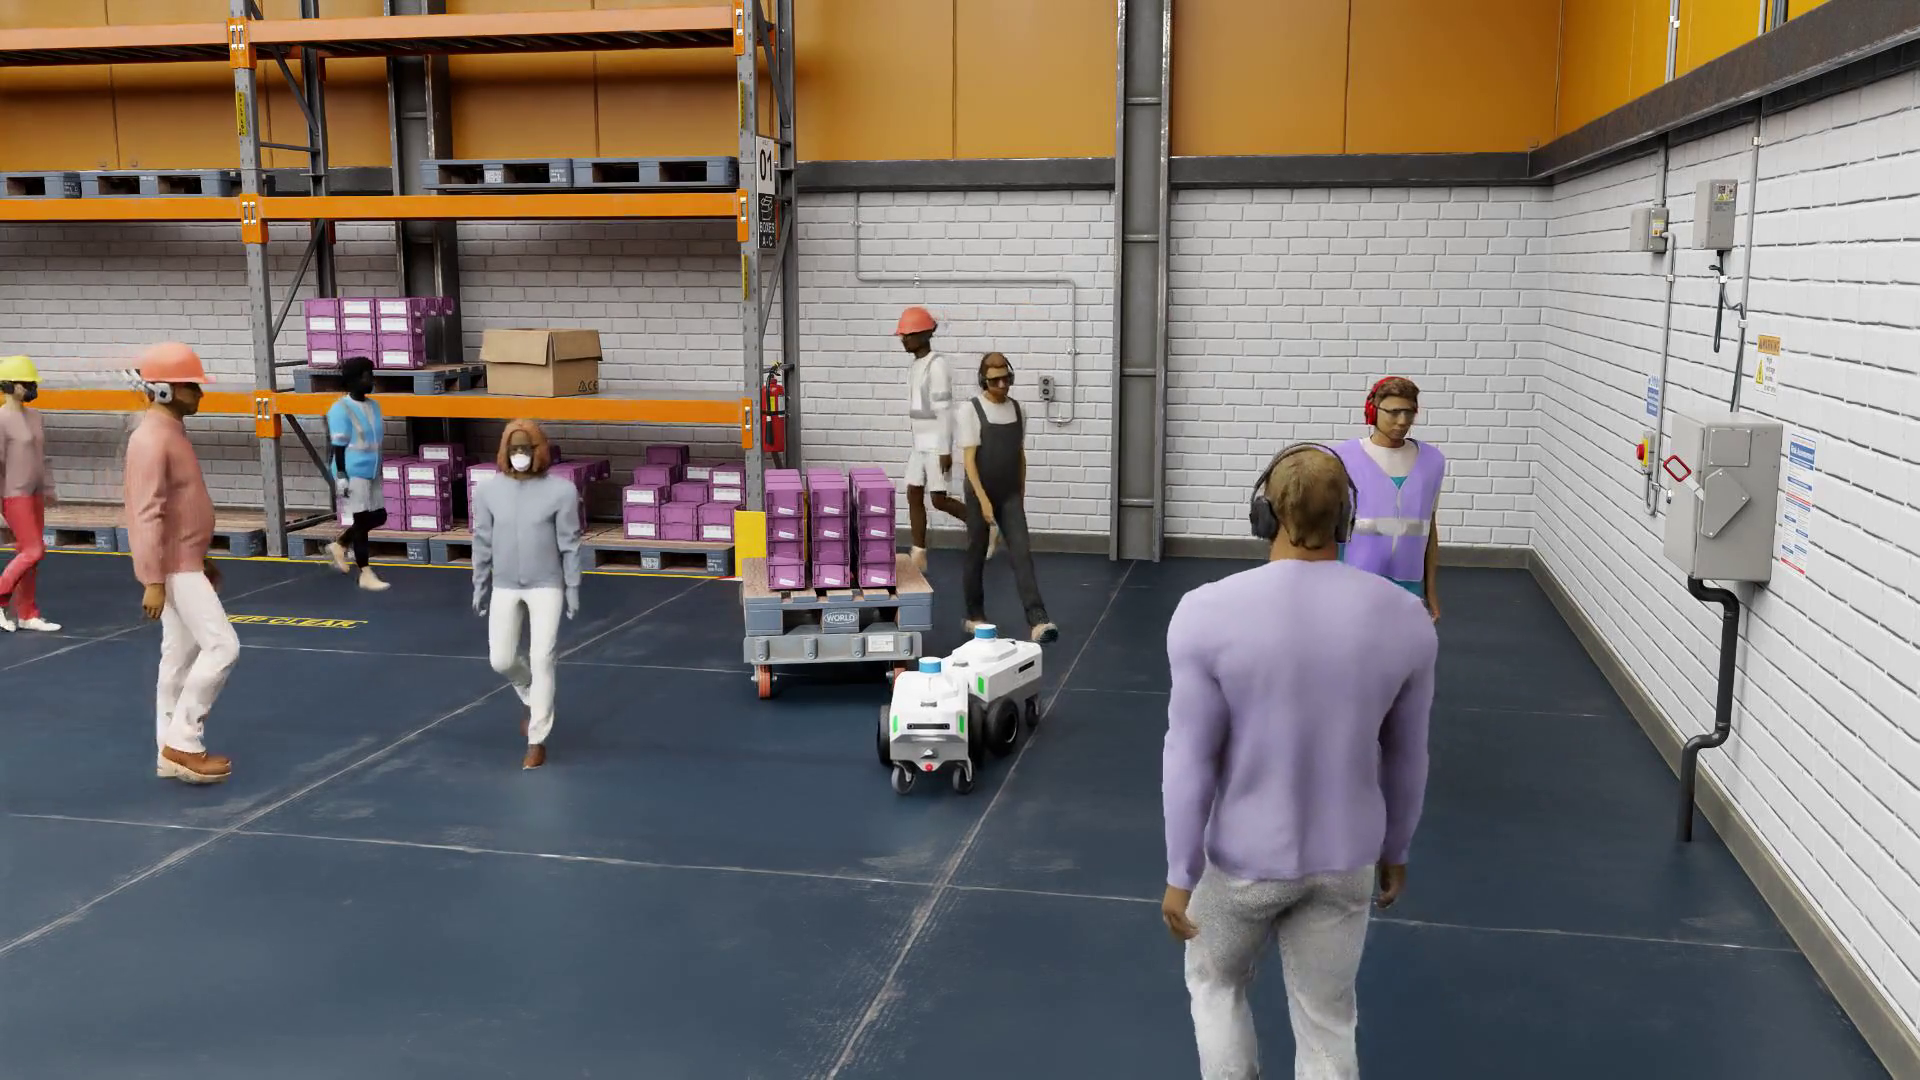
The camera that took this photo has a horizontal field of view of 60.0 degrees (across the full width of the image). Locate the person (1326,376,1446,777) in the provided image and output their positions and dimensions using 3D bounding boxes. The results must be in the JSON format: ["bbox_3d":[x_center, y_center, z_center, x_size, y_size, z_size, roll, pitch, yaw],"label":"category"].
[{"bbox_3d":[1.842,0.199,7.307,0.566,1.842,0.389,-2,10,-13],"label":"person"}]

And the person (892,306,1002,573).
[{"bbox_3d":[-0.111,-0.732,12.388,0.791,2.018,0.630,-4,10,-25],"label":"person"}]

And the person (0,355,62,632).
[{"bbox_3d":[-5.852,-0.273,10.408,0.365,1.757,0.524,0,9,-2],"label":"person"}]

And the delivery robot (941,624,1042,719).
[{"bbox_3d":[0.124,0.656,8.141,0.477,0.478,0.707,5,11,27],"label":"delivery robot"}]

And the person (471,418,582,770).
[{"bbox_3d":[-2.013,0.226,7.782,0.517,1.618,0.519,0,9,1],"label":"person"}]

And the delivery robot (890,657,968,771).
[{"bbox_3d":[-0.133,0.770,7.456,0.477,0.478,0.707,0,9,0],"label":"delivery robot"}]

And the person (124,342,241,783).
[{"bbox_3d":[-3.443,0.110,7.435,0.483,1.980,0.619,-4,10,-21],"label":"person"}]

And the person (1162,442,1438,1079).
[{"bbox_3d":[0.766,0.723,3.921,0.653,1.915,0.619,-1,9,-6],"label":"person"}]

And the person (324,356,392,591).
[{"bbox_3d":[-4.340,-0.475,11.869,0.541,1.681,0.540,3,10,15],"label":"person"}]

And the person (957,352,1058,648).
[{"bbox_3d":[0.254,-0.231,10.041,0.507,1.787,0.966,-5,11,-27],"label":"person"}]
